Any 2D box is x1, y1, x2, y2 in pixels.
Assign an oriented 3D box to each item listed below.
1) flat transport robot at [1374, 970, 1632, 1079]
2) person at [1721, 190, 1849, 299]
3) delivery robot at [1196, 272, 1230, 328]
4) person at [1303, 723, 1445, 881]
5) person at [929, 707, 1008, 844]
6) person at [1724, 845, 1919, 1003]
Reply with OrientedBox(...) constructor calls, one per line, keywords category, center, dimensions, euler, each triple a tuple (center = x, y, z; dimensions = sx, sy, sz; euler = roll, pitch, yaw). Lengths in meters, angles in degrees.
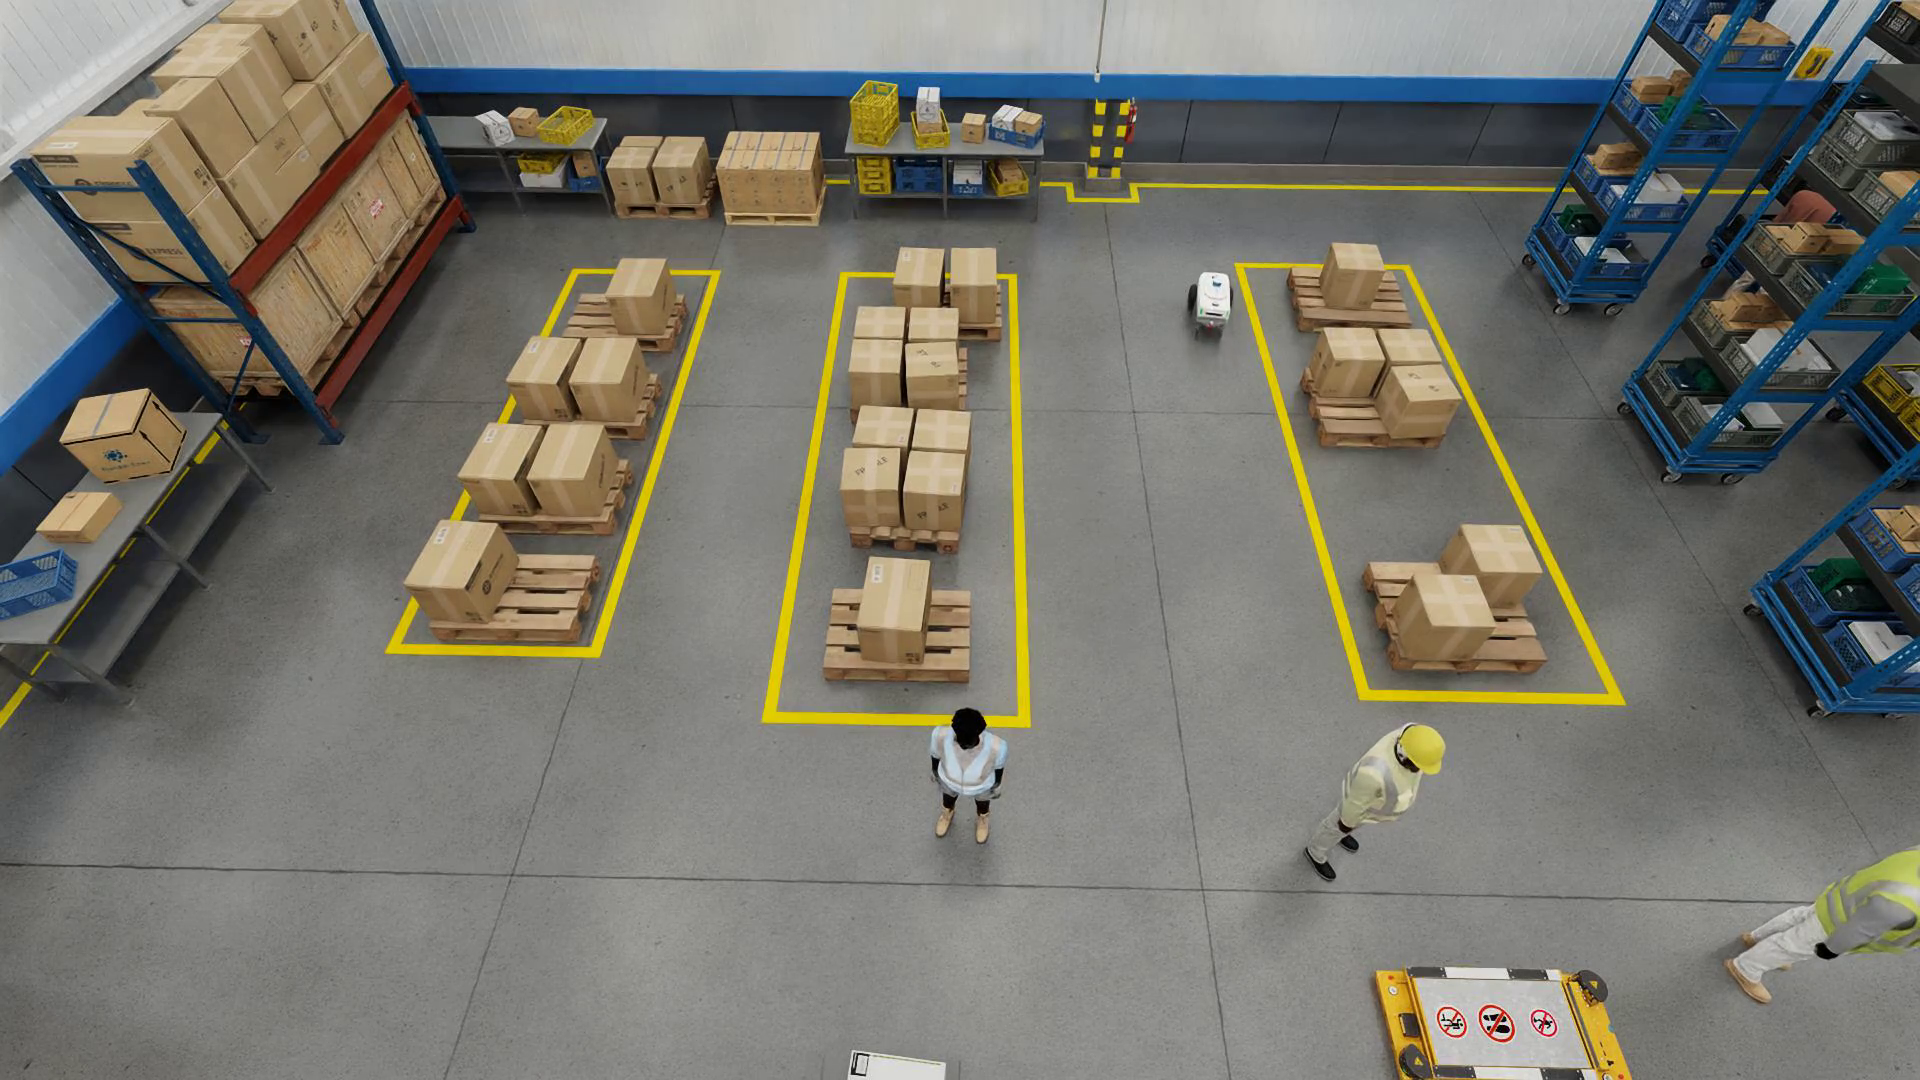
OrientedBox(category="flat transport robot", center=(3.501, 3.133, 5.914), dimensions=(1.431, 0.197, 0.652), euler=(1, 51, 1))
OrientedBox(category="person", center=(8.924, -3.087, 9.894), dimensions=(0.410, 1.980, 0.620), euler=(-20, 54, -15))
OrientedBox(category="delivery robot", center=(2.899, -2.767, 10.483), dimensions=(0.477, 0.478, 0.707), euler=(7, 51, 6))
OrientedBox(category="person", center=(2.735, 1.711, 6.079), dimensions=(0.588, 1.822, 0.403), euler=(-33, 58, -24))
OrientedBox(category="person", center=(0.047, 1.609, 6.241), dimensions=(0.531, 1.698, 0.320), euler=(9, 51, 8))
OrientedBox(category="person", center=(5.438, 2.324, 5.571), dimensions=(0.619, 1.838, 0.430), euler=(-29, 57, -22))
